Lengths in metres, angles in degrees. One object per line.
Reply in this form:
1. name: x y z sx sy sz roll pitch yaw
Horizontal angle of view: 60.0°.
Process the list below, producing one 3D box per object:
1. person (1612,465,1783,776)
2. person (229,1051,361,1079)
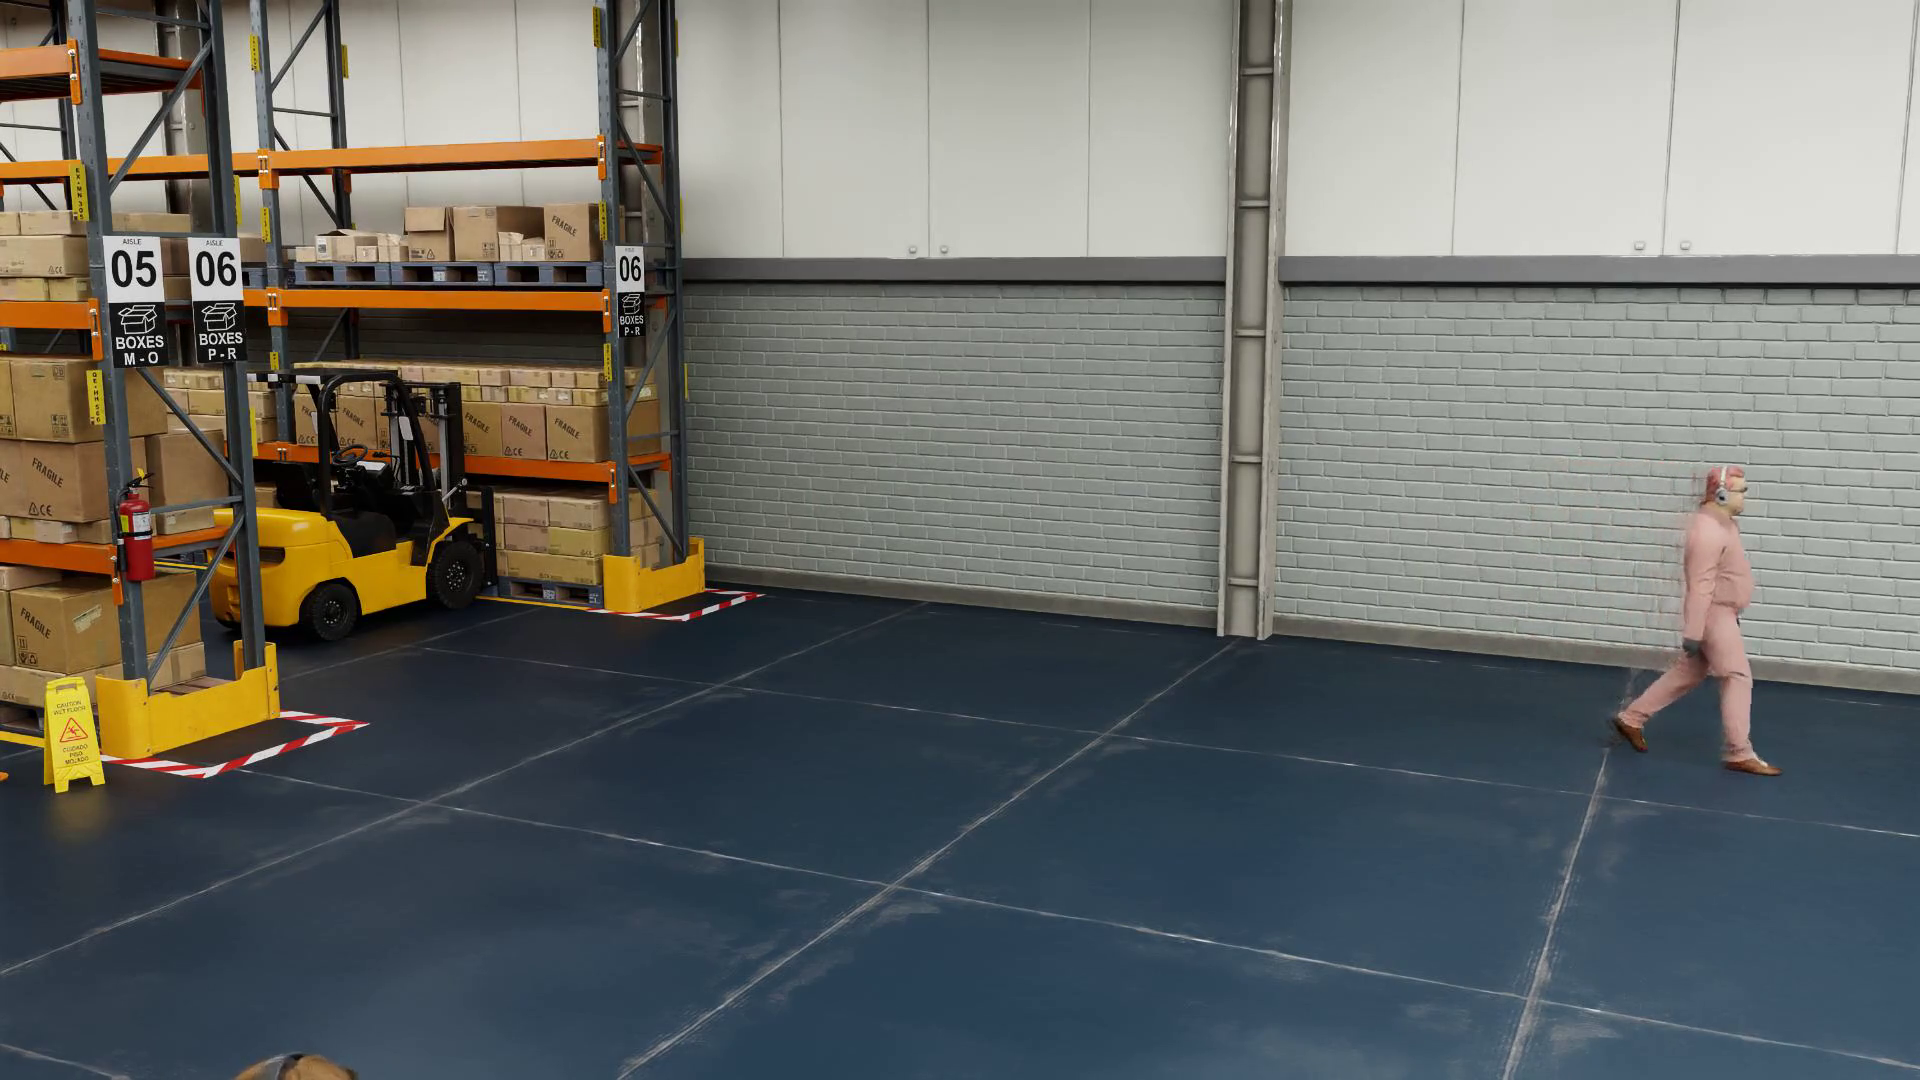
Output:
1. person: 4.518 0.461 10.129 0.931 1.870 0.640 4 10 22
2. person: -1.002 1.689 2.674 0.345 1.844 0.507 0 9 -1
